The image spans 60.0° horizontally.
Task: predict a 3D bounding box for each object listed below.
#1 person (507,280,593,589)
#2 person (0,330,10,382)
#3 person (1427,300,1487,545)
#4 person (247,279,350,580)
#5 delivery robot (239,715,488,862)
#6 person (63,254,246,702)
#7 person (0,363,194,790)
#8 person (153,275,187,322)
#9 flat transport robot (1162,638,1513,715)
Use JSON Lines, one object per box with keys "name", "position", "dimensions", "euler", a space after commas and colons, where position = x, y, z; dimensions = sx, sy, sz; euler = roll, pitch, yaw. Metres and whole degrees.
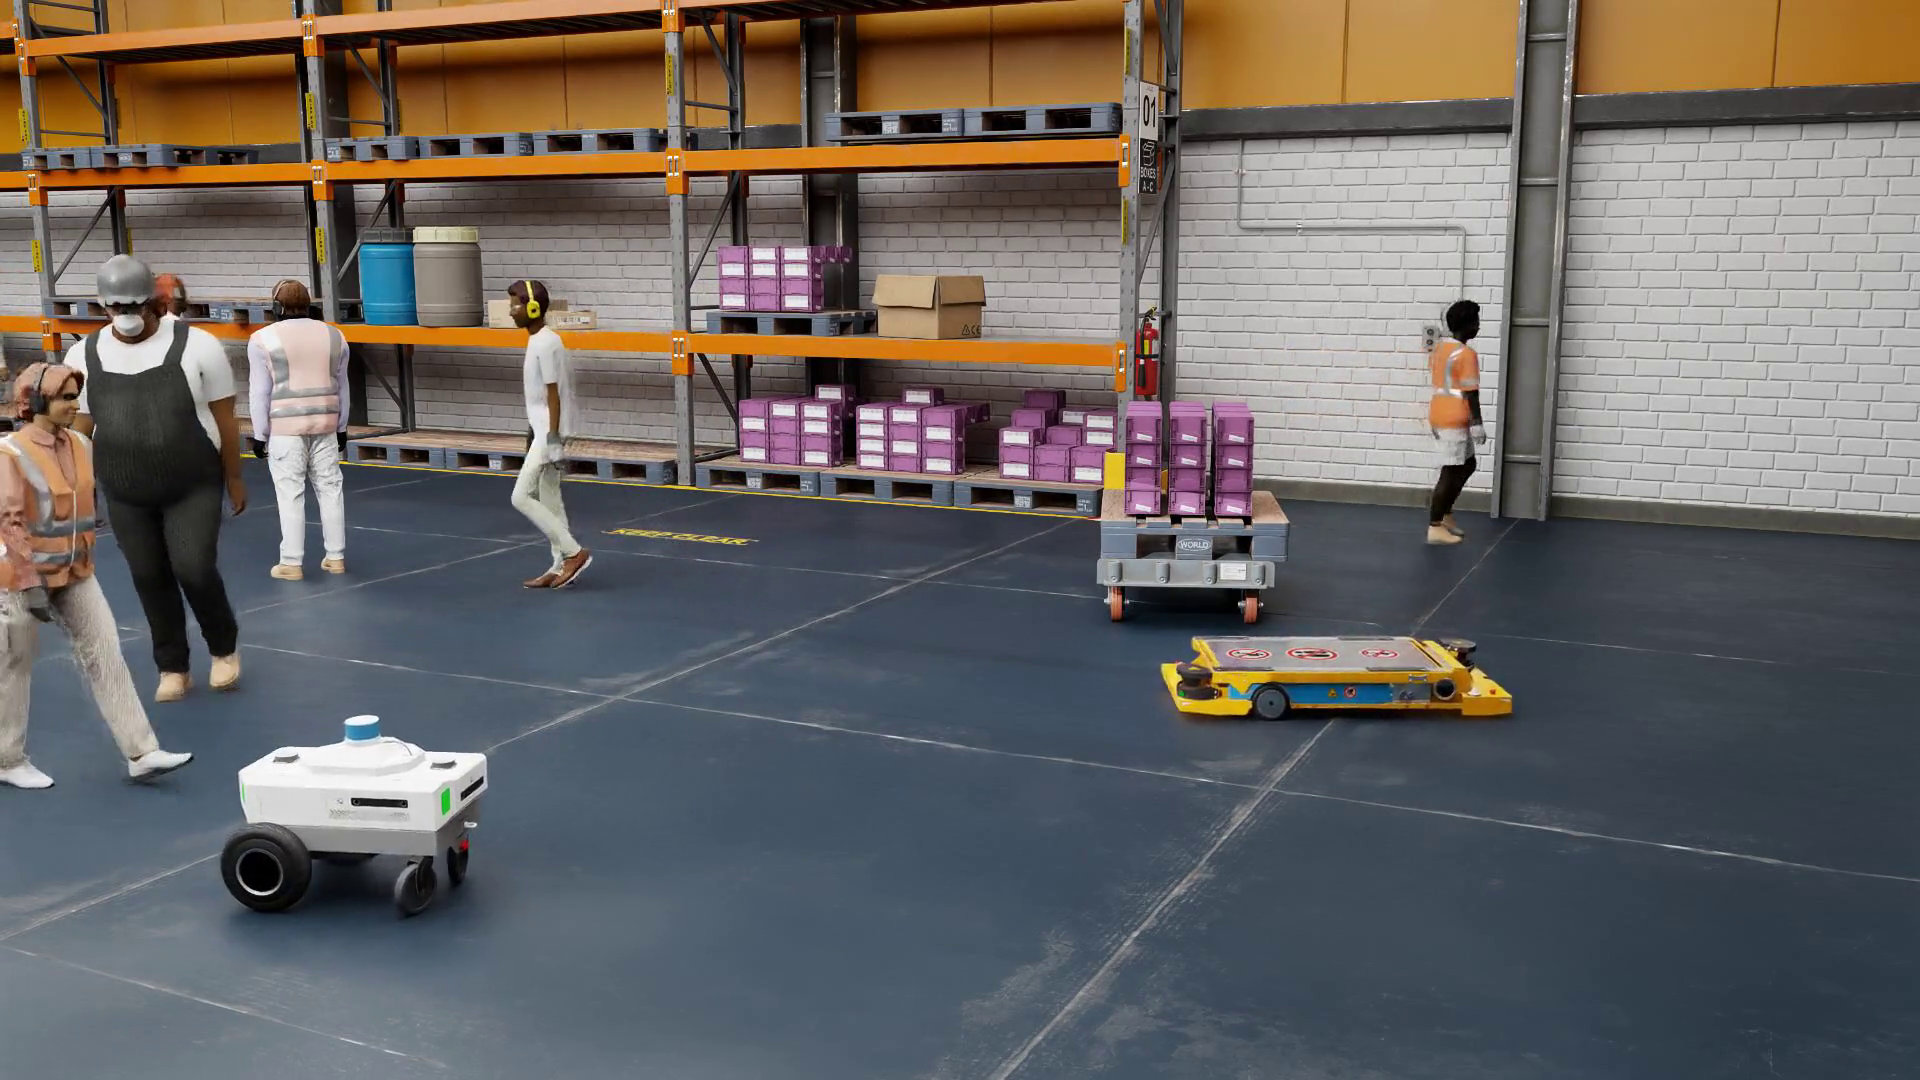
{"name": "person", "position": [-2.482, -0.607, 9.855], "dimensions": [0.385, 1.844, 0.507], "euler": [-1, 10, -7]}
{"name": "person", "position": [-9.281, -1.640, 15.552], "dimensions": [0.632, 1.920, 0.828], "euler": [3, 10, 18]}
{"name": "person", "position": [3.414, -0.794, 11.399], "dimensions": [0.453, 1.683, 0.542], "euler": [0, 10, 2]}
{"name": "person", "position": [-4.070, -0.678, 10.258], "dimensions": [0.429, 1.846, 0.626], "euler": [9, 13, 43]}
{"name": "delivery robot", "position": [-1.866, 0.797, 5.232], "dimensions": [0.707, 0.478, 0.477], "euler": [1, 10, 6]}
{"name": "person", "position": [-3.584, -0.276, 7.392], "dimensions": [0.713, 2.000, 0.546], "euler": [-2, 10, -9]}
{"name": "person", "position": [-3.299, 0.153, 6.161], "dimensions": [0.801, 1.597, 0.541], "euler": [2, 10, 13]}
{"name": "person", "position": [-5.634, -0.968, 11.943], "dimensions": [0.390, 1.838, 0.711], "euler": [-6, 12, -32]}
{"name": "flat transport robot", "position": [1.656, 0.600, 7.441], "dimensions": [1.431, 0.197, 0.652], "euler": [0, 10, 0]}
